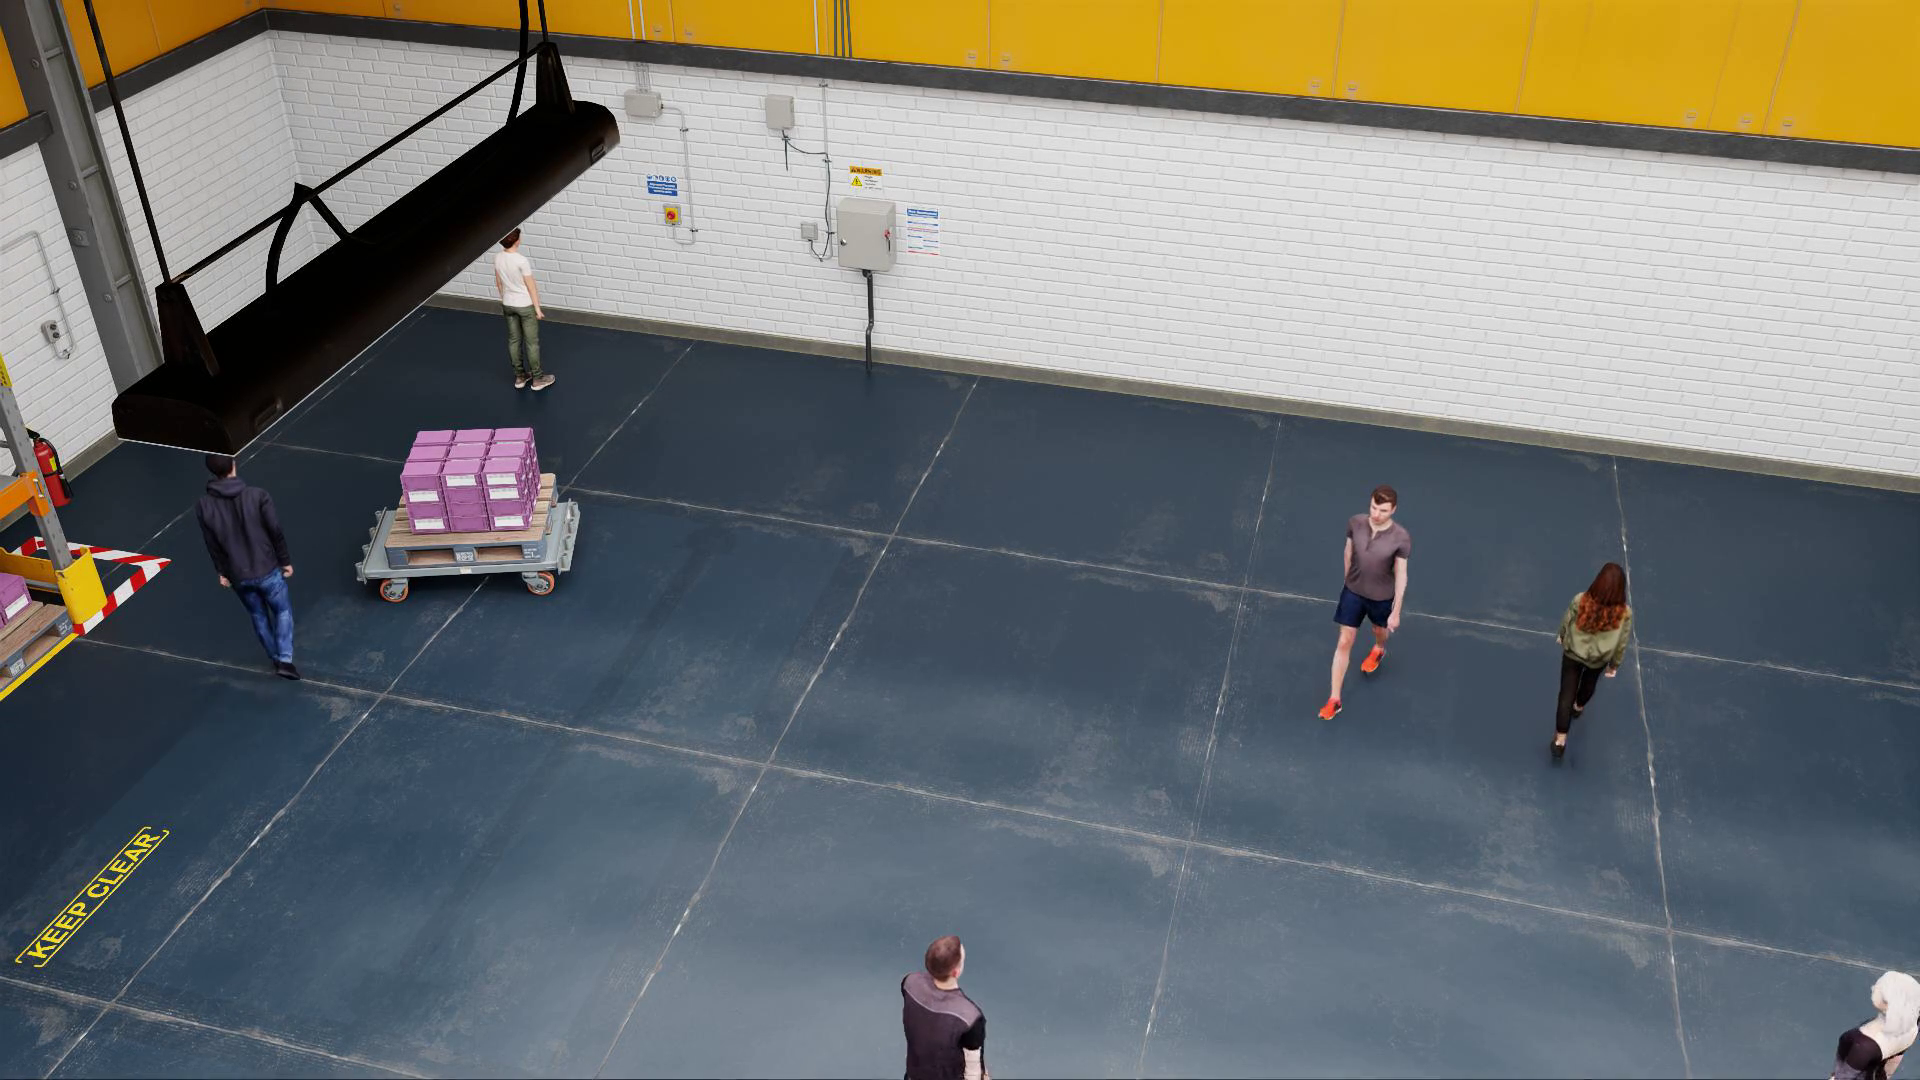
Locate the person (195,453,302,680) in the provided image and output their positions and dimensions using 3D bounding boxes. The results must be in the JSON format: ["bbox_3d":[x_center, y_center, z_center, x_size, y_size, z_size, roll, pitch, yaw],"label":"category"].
[{"bbox_3d":[-5.066,0.272,11.866,0.978,1.859,1.094,-9,35,-13],"label":"person"}]

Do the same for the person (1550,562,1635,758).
[{"bbox_3d":[4.283,0.837,11.393,0.638,1.442,1.012,12,35,17],"label":"person"}]

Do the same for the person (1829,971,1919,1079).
[{"bbox_3d":[4.383,2.785,8.118,0.693,1.823,0.767,-16,37,-23],"label":"person"}]

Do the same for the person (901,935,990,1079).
[{"bbox_3d":[-0.145,2.722,8.237,1.006,1.796,1.231,25,41,33],"label":"person"}]

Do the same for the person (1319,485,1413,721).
[{"bbox_3d":[2.960,0.349,11.814,0.943,1.789,1.357,21,39,28],"label":"person"}]

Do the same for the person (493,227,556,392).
[{"bbox_3d":[-4.187,-2.219,15.800,0.599,1.654,0.552,12,35,17],"label":"person"}]
